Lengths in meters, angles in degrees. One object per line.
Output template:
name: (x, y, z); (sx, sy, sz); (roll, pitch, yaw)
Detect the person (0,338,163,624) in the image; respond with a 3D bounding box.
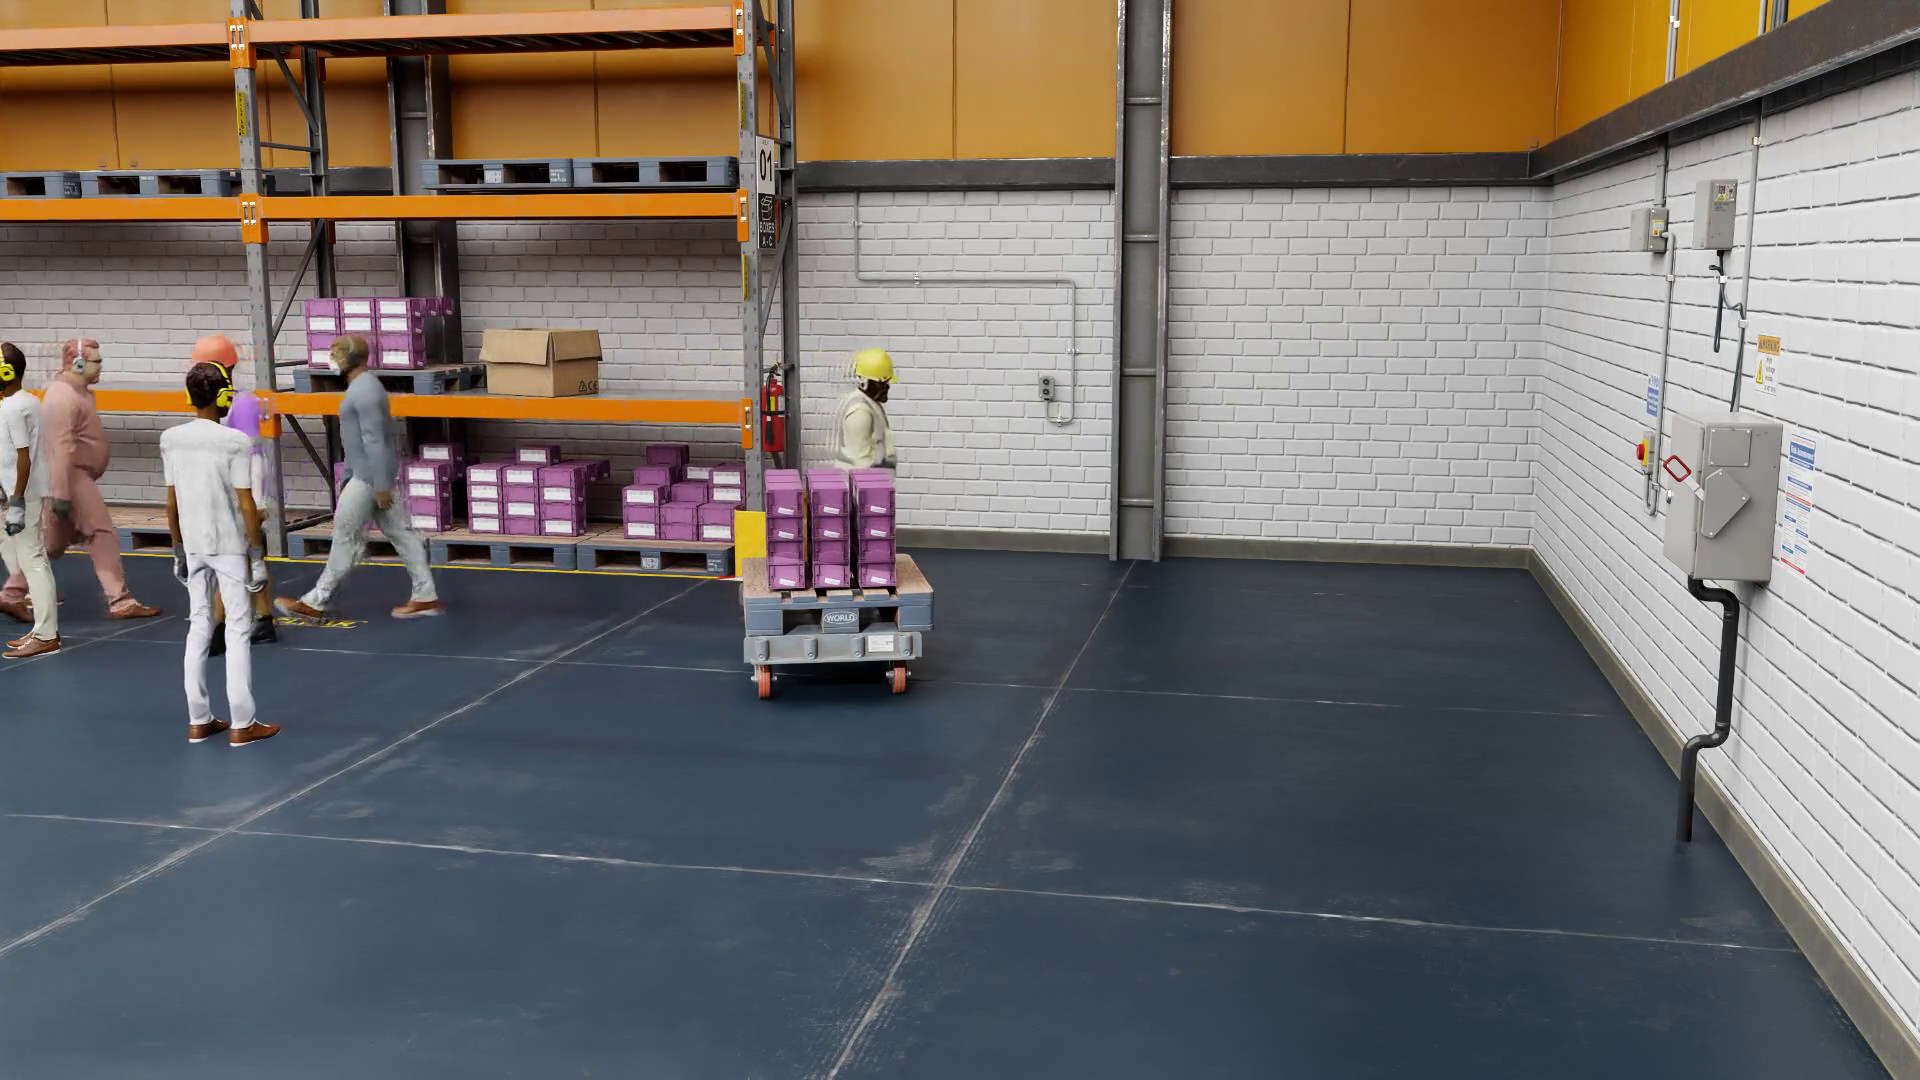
person: (-5.791, -0.372, 10.722); (0.946, 1.862, 0.665); (-5, 11, -30)

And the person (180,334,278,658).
person: (-4.444, -0.259, 9.890); (0.727, 1.902, 0.615); (-8, 12, -38)

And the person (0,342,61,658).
person: (-5.572, -0.235, 9.858); (0.329, 1.865, 0.510); (-4, 10, -22)

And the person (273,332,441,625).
person: (-3.900, -0.392, 10.739); (1.039, 1.877, 0.650); (-3, 10, -16)

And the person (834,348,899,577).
person: (-0.593, -0.337, 10.712); (0.428, 1.795, 0.612); (1, 9, 3)

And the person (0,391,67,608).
person: (-6.559, -0.307, 11.140); (0.901, 1.579, 0.503); (-2, 10, -12)

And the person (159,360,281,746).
person: (-3.580, 0.068, 8.046); (0.509, 1.860, 0.315); (2, 10, 13)
